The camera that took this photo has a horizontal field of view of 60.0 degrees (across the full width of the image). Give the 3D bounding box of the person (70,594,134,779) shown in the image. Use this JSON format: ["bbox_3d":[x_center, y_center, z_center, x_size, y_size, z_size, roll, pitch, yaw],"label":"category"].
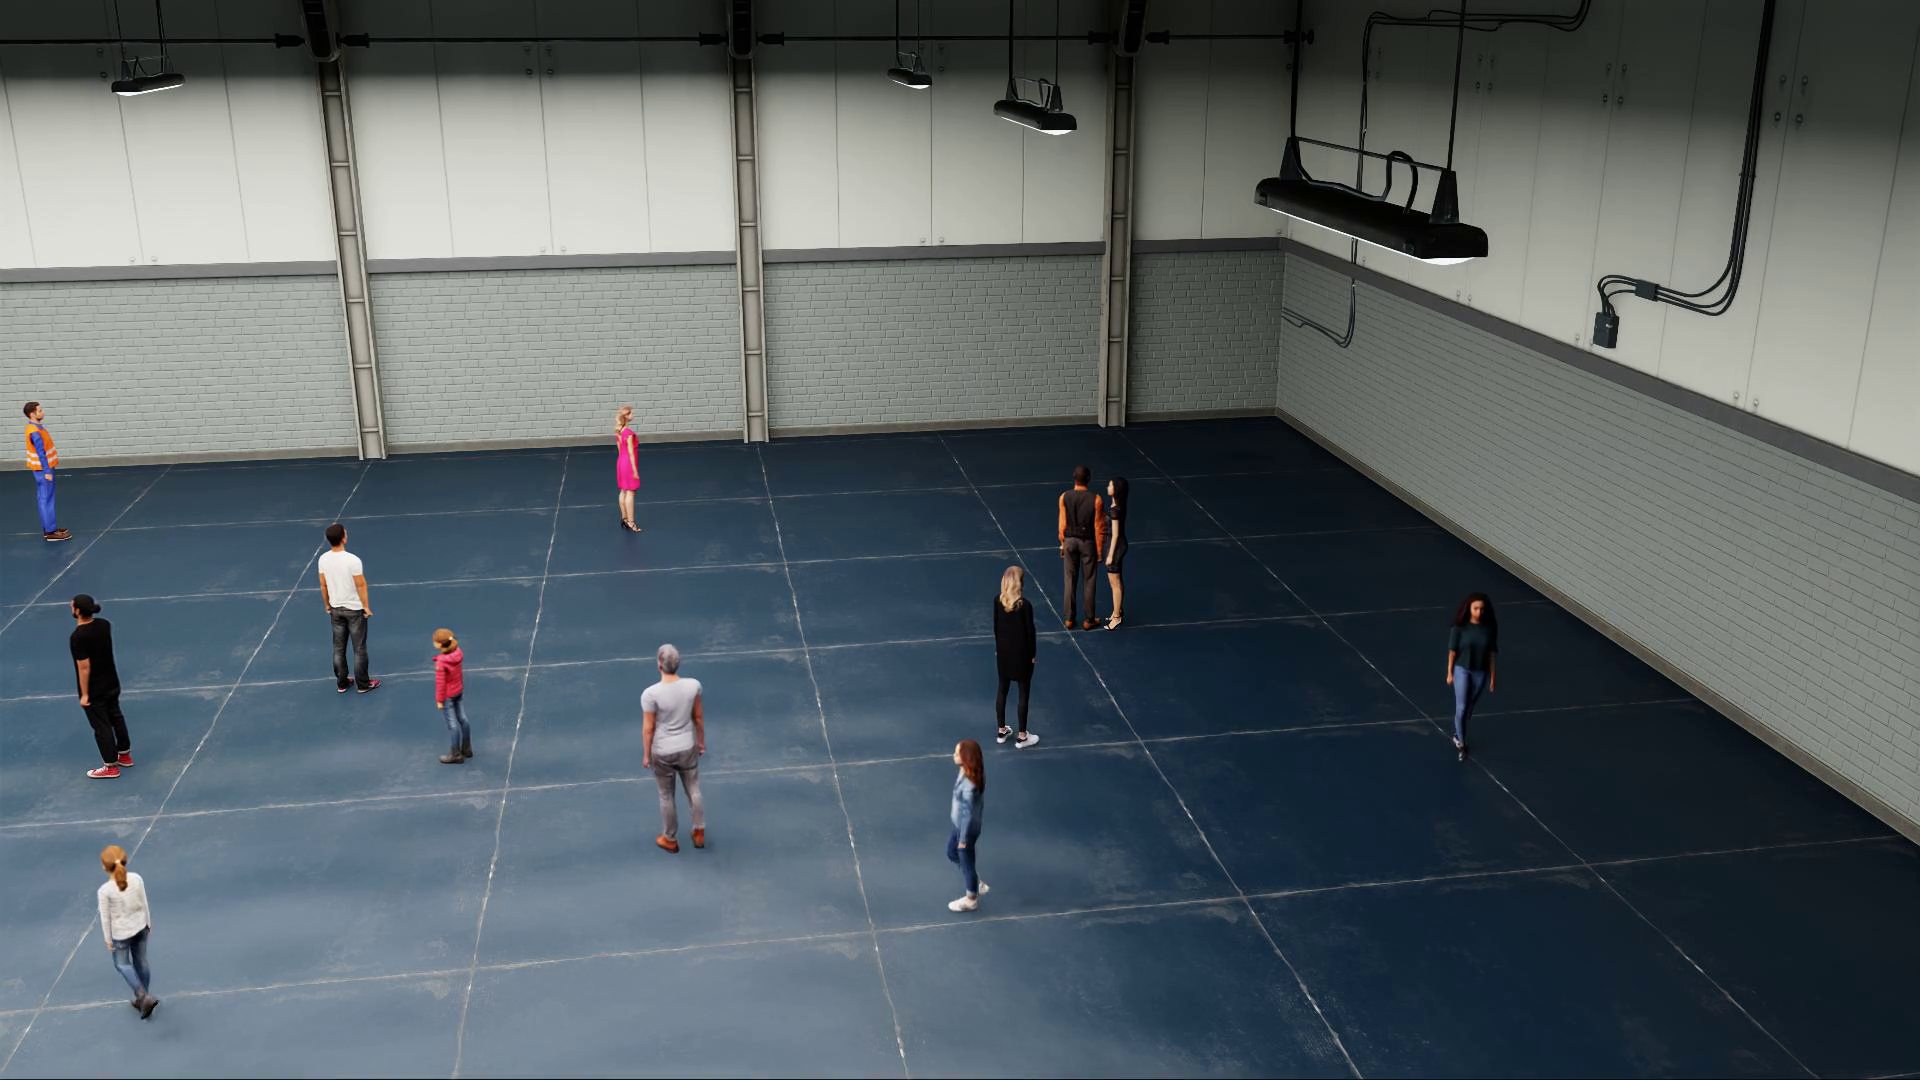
[{"bbox_3d":[-7.913,1.327,15.285,0.670,1.758,0.692,2,18,7],"label":"person"}]

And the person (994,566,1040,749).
[{"bbox_3d":[0.516,1.107,15.886,0.680,1.802,0.739,13,22,34],"label":"person"}]

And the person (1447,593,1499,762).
[{"bbox_3d":[4.838,1.238,15.815,0.827,1.598,0.762,0,18,1],"label":"person"}]

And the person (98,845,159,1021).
[{"bbox_3d":[-5.766,2.761,11.609,0.745,1.307,0.708,15,23,39],"label":"person"}]

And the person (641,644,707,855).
[{"bbox_3d":[-2.375,1.750,13.871,0.673,1.828,0.838,-11,21,-31],"label":"person"}]

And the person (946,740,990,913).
[{"bbox_3d":[0.122,2.228,12.982,0.584,1.470,0.613,-1,18,-3],"label":"person"}]

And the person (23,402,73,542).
[{"bbox_3d":[-12.145,-0.926,22.031,0.751,1.864,0.769,-12,21,-32],"label":"person"}]

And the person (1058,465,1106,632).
[{"bbox_3d":[1.369,0.080,18.871,0.720,1.907,0.847,6,19,17],"label":"person"}]

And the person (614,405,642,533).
[{"bbox_3d":[-4.491,-0.974,22.400,0.655,1.727,0.646,-11,21,-31],"label":"person"}]

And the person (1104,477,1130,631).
[{"bbox_3d":[1.772,0.138,18.881,0.608,1.792,0.647,3,18,11],"label":"person"}]

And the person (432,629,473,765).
[{"bbox_3d":[-4.766,1.449,15.622,0.608,1.316,0.584,6,19,18],"label":"person"}]

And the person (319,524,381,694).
[{"bbox_3d":[-6.330,0.698,17.141,0.601,1.804,0.768,3,18,10],"label":"person"}]
